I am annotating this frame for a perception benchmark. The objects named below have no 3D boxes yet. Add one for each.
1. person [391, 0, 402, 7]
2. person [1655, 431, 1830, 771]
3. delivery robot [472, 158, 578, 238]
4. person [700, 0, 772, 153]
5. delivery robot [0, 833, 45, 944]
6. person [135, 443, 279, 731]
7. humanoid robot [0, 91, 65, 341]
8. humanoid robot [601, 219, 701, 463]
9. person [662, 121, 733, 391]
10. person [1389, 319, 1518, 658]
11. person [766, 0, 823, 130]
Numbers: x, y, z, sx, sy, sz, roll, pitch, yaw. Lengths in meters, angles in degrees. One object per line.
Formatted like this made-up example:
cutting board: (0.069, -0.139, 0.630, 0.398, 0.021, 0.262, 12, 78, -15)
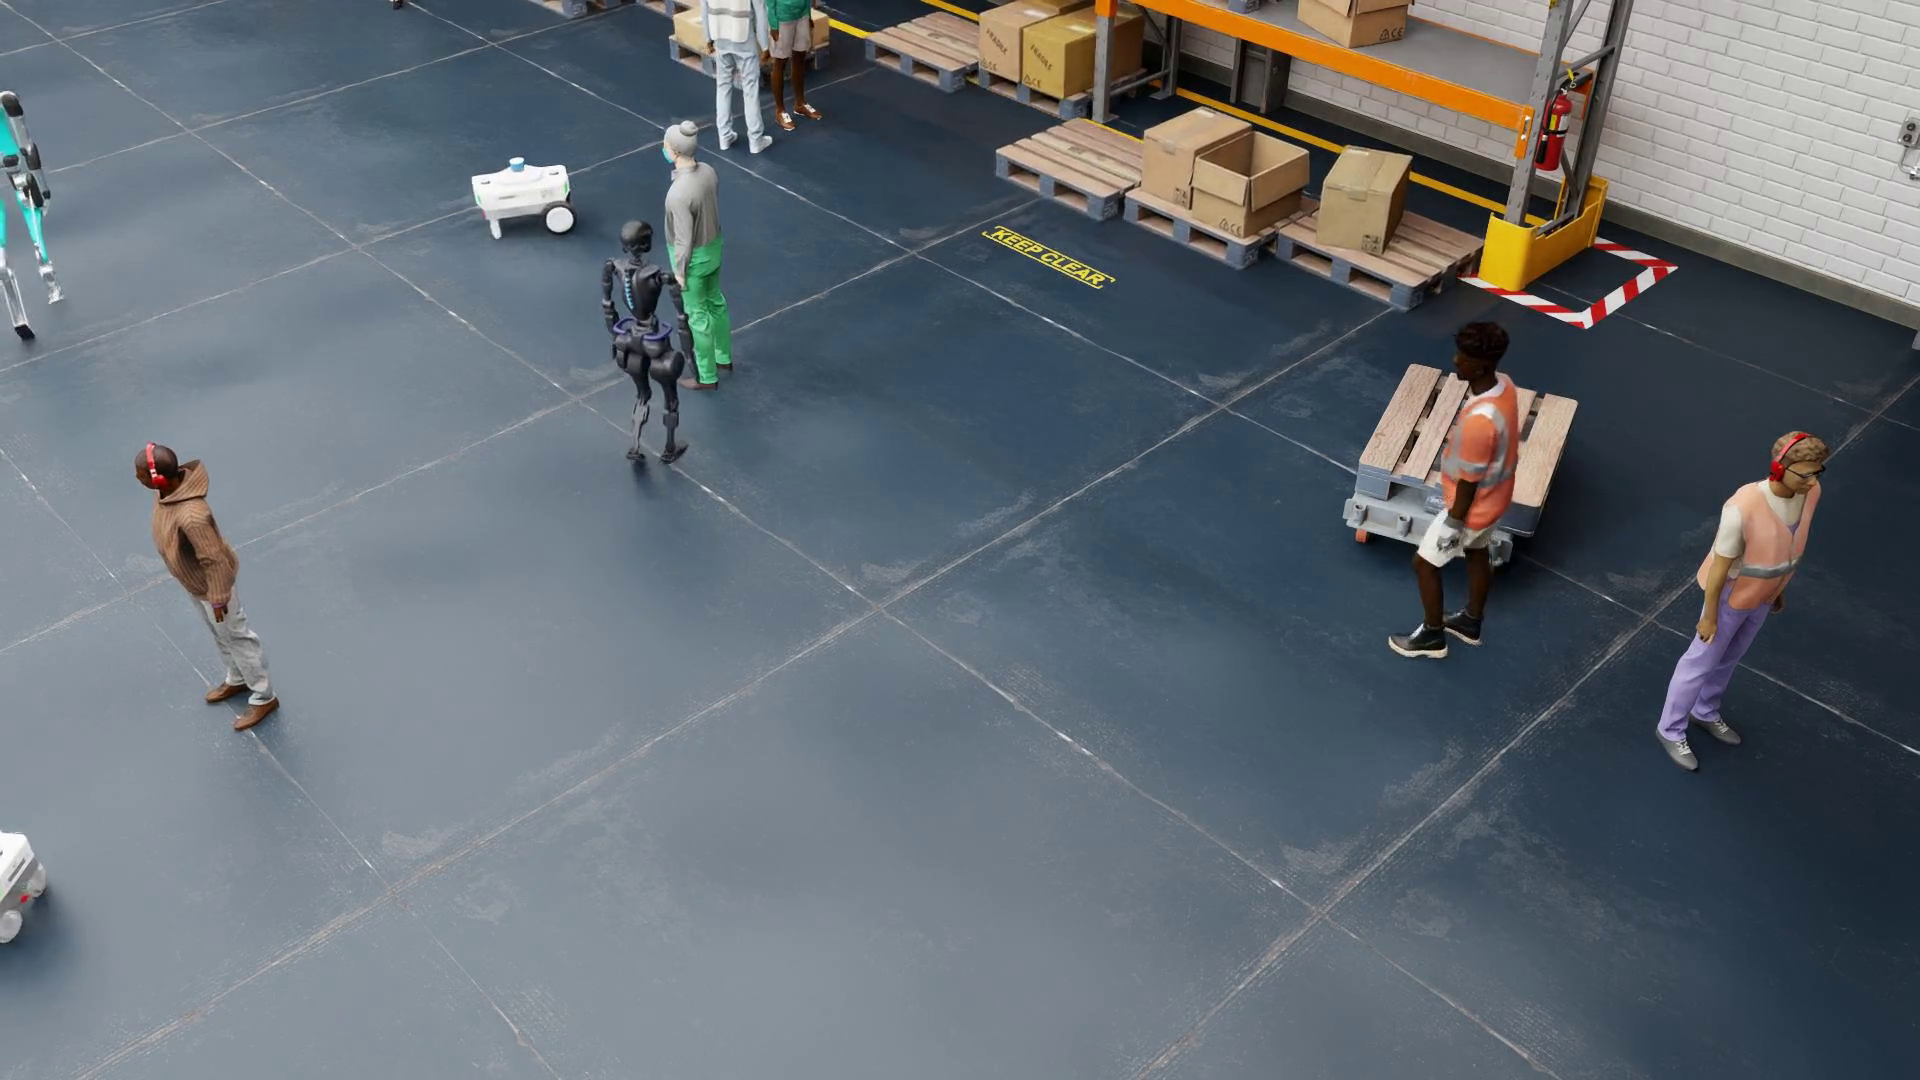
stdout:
person: (-5.733, -6.277, 16.619, 0.568, 1.752, 0.782, -6, 37, -8)
person: (3.698, 0.264, 7.876, 0.564, 1.846, 0.391, -20, 41, -24)
delivery robot: (-3.356, -2.653, 12.802, 0.736, 0.586, 0.524, -11, 39, -15)
person: (-1.837, -4.111, 13.621, 0.603, 1.908, 0.396, 11, 38, 14)
delivery robot: (-4.485, 1.480, 7.344, 0.774, 0.603, 0.525, 4, 37, 5)
person: (-3.665, 0.210, 8.106, 0.320, 1.649, 0.457, -29, 46, -33)
humanoid robot: (-6.488, -2.212, 11.270, 0.538, 1.774, 0.976, -10, 38, -13)
humanoid robot: (-1.854, -1.140, 9.882, 0.609, 1.636, 0.479, 13, 39, 17)
person: (-1.697, -1.820, 10.637, 0.329, 1.842, 0.525, 12, 39, 15)
person: (2.568, -0.219, 8.447, 0.493, 1.942, 0.636, 17, 40, 21)
person: (-1.457, -4.439, 14.100, 0.396, 1.850, 0.495, 29, 46, 33)
